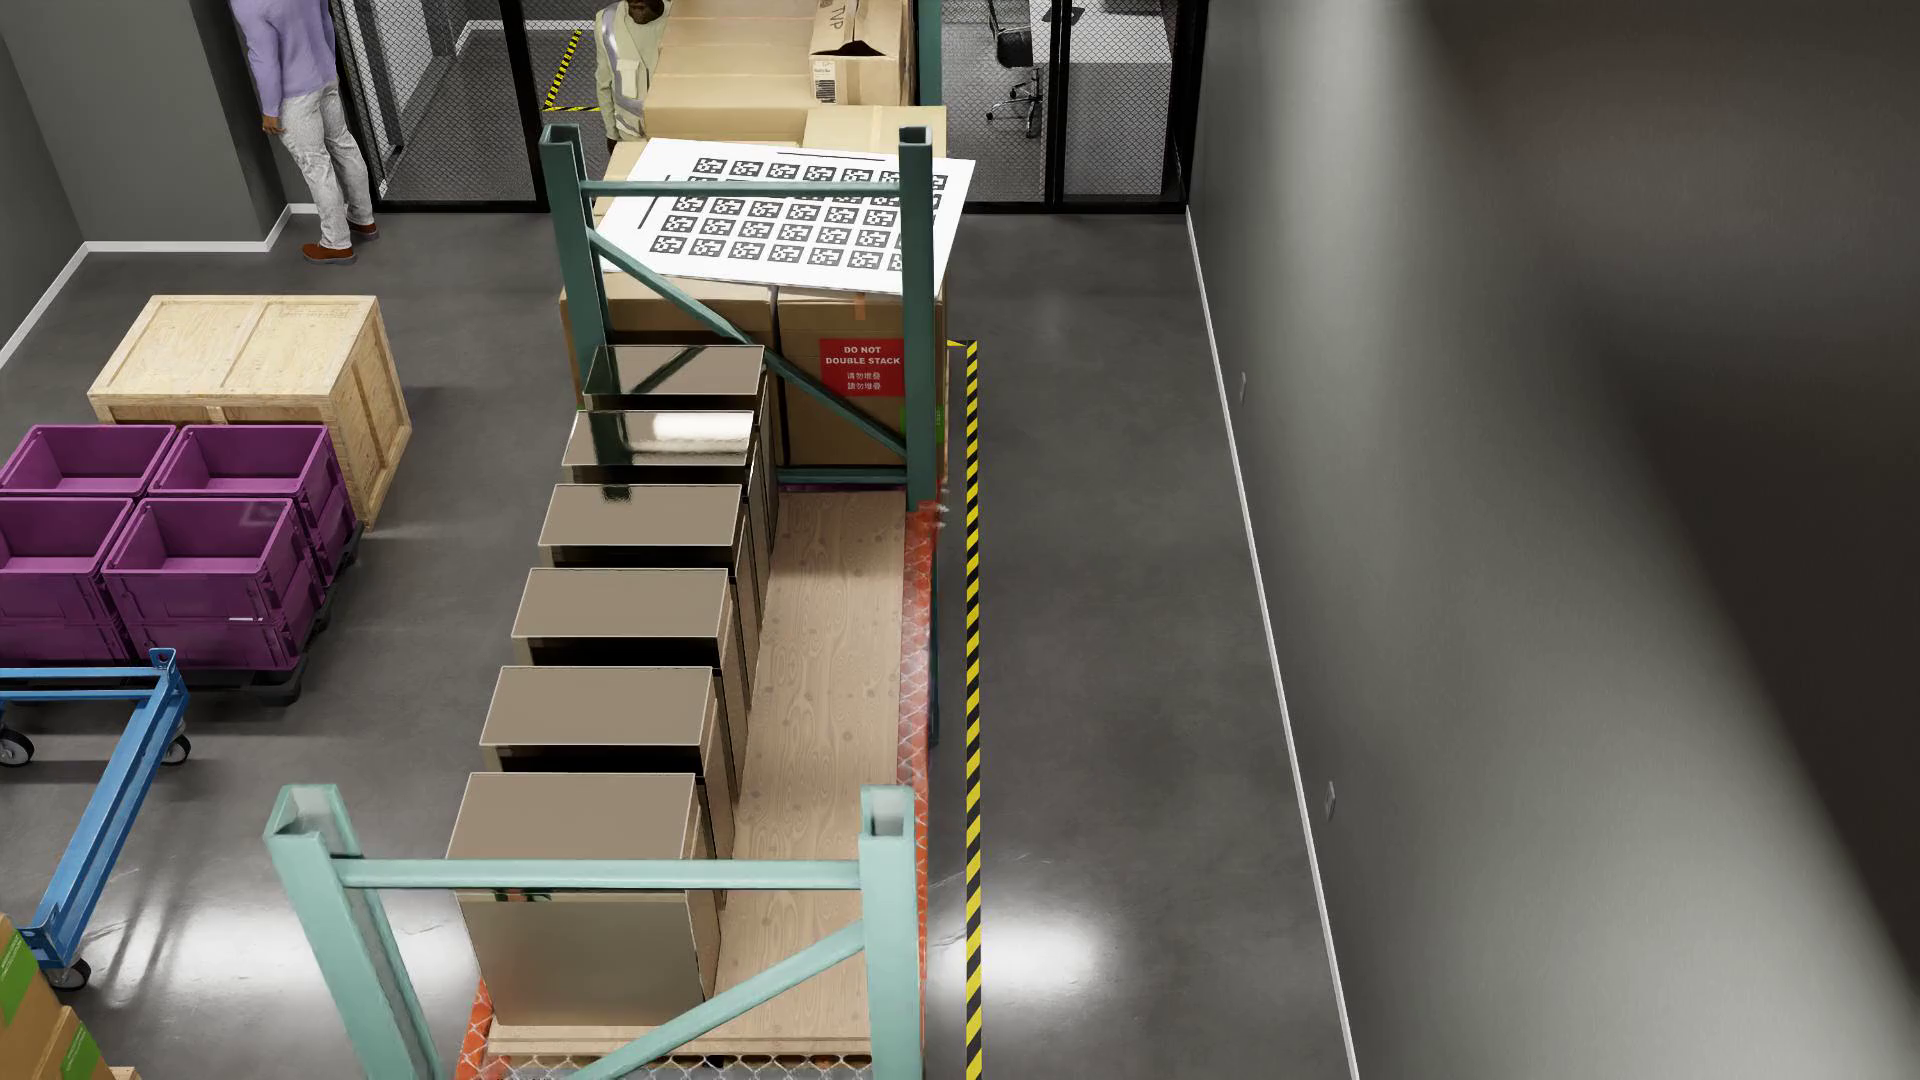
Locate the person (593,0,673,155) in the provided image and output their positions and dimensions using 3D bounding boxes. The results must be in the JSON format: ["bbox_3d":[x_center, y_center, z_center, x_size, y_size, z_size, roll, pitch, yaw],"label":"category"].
[{"bbox_3d":[-1.504,-2.073,8.335,0.598,1.832,0.404,0,41,0],"label":"person"}]

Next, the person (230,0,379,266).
[{"bbox_3d":[-3.397,-2.339,8.560,0.372,1.940,0.630,11,42,12],"label":"person"}]
